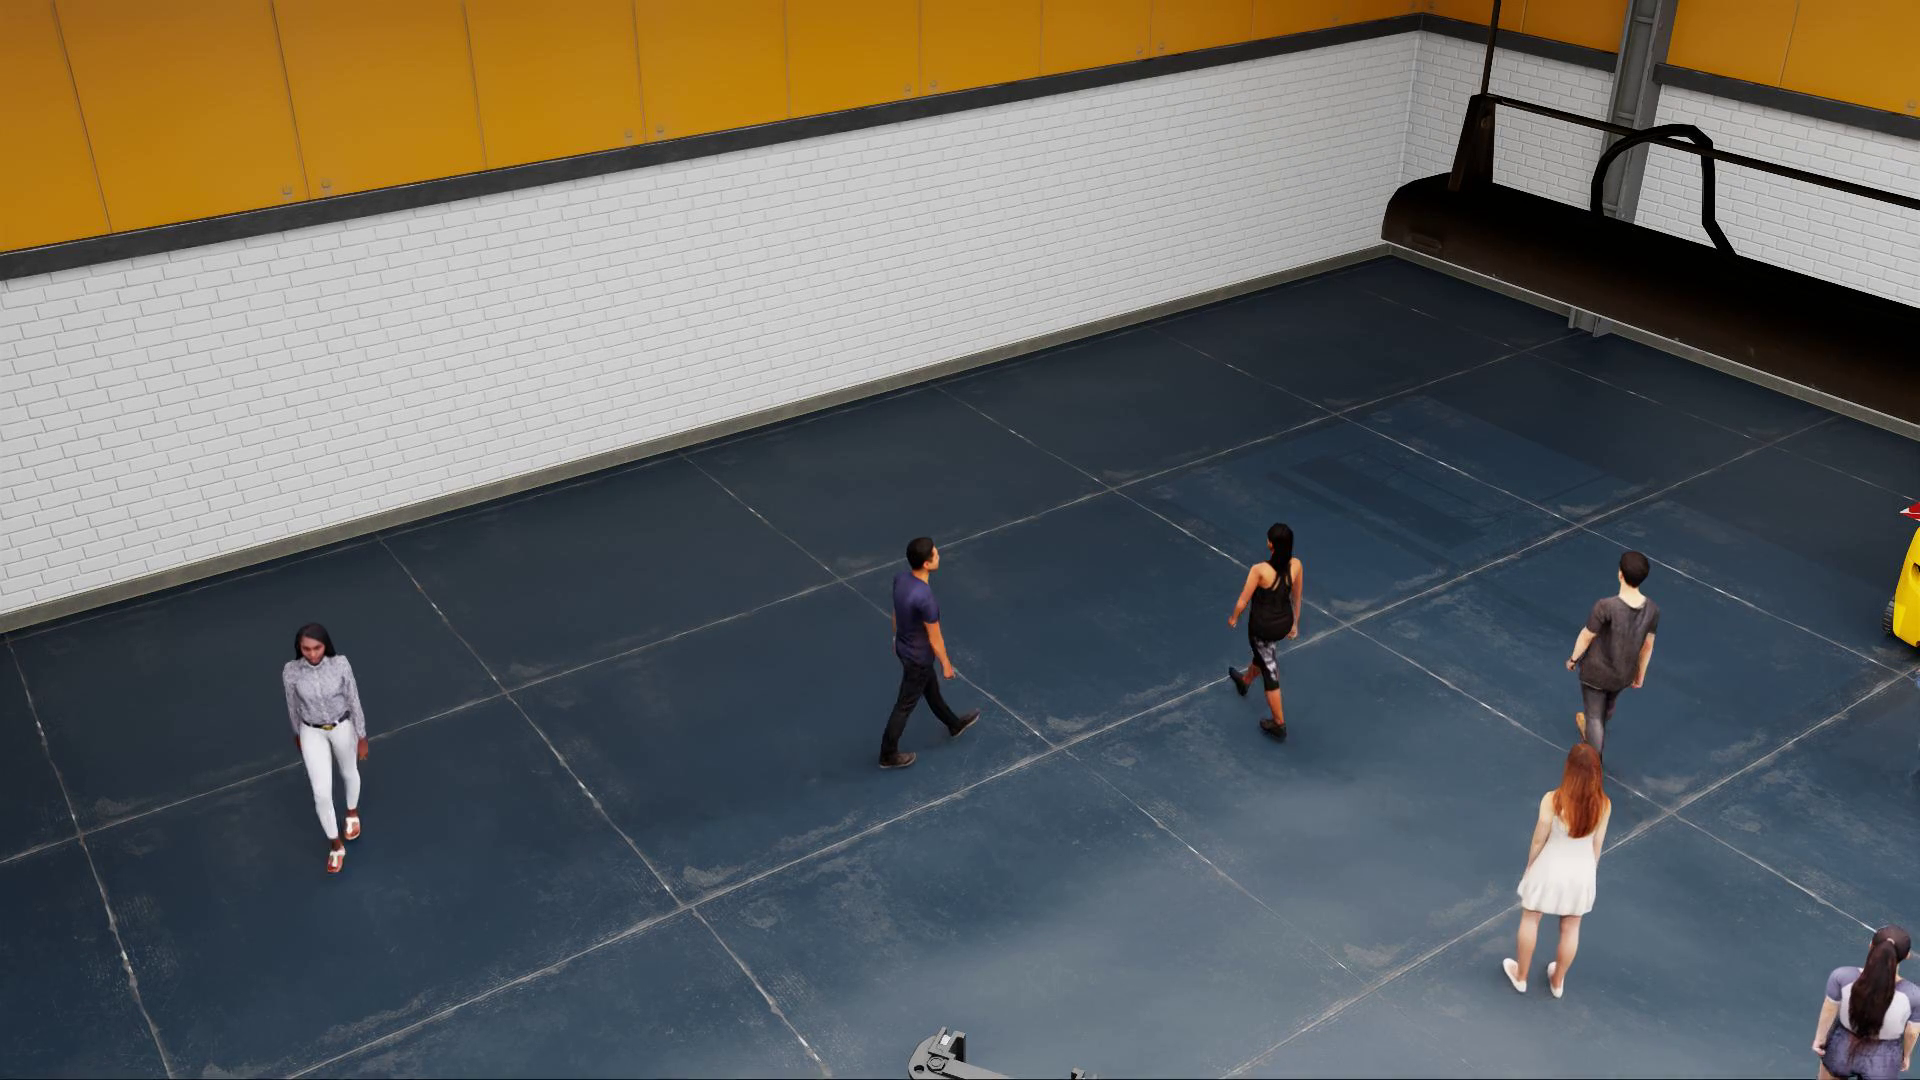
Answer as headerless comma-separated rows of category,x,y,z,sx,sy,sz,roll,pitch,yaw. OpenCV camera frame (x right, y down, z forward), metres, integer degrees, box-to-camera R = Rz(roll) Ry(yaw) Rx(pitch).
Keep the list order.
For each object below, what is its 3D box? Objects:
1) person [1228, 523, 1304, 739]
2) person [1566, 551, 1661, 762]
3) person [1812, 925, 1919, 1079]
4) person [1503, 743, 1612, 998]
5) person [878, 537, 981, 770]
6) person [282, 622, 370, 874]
person,2.265,0.668,11.934,0.681,1.621,1.073,-14,32,-24
person,4.495,0.905,11.427,0.871,1.690,1.020,-4,29,-7
person,4.513,2.637,8.315,0.922,1.629,0.822,20,35,33
person,3.466,1.913,9.559,0.641,1.708,0.701,5,29,10
person,-0.386,0.821,11.518,0.863,1.749,1.069,-12,31,-20
person,-4.097,1.229,10.826,0.765,1.697,0.953,-8,30,-15
